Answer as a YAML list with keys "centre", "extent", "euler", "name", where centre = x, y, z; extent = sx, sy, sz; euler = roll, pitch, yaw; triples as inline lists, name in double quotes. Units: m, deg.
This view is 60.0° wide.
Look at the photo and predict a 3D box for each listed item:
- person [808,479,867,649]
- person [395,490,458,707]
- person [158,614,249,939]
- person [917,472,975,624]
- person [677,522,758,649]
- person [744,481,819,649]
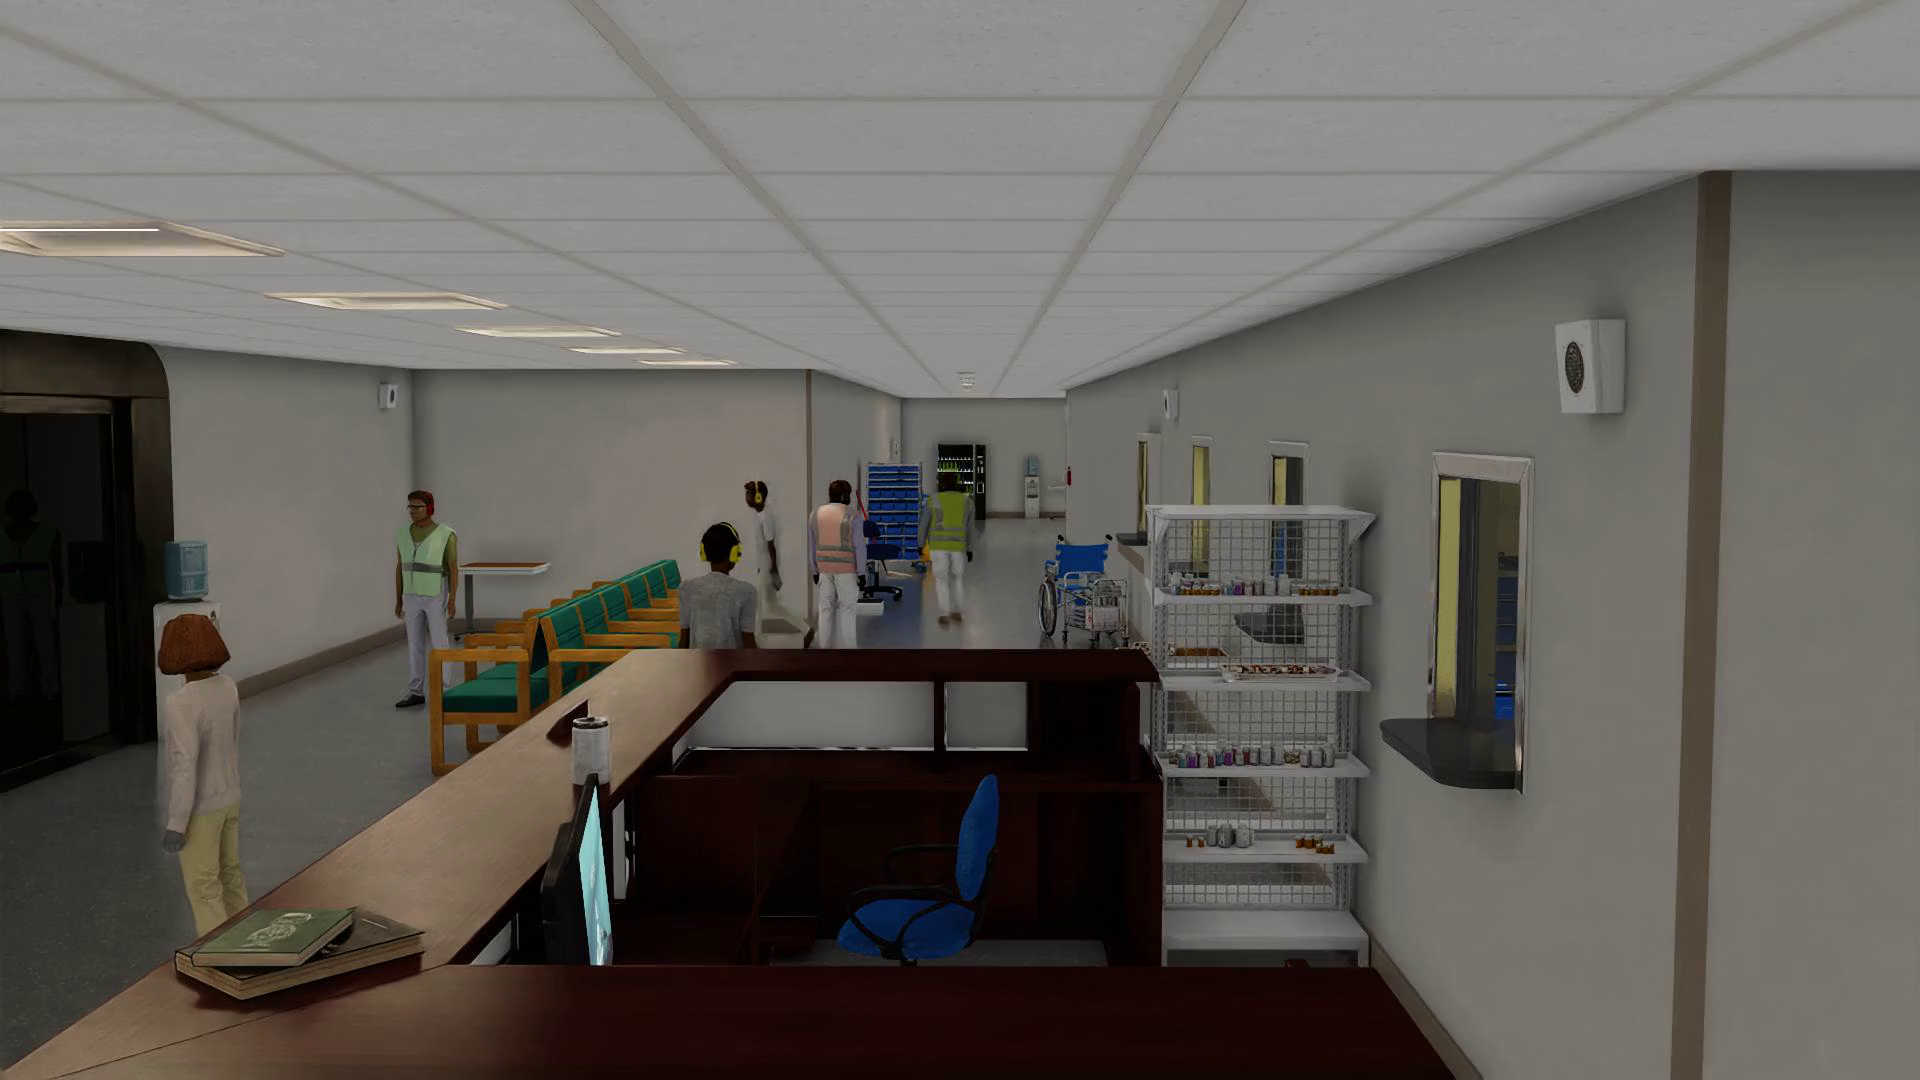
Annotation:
- centre: [-1.206, 0.314, 16.674]
  extent: [0.633, 1.839, 0.429]
  euler: [2, 5, 27]
  name: "person"
- centre: [-4.500, 0.498, 14.042]
  extent: [0.570, 1.843, 0.373]
  euler: [1, 4, 15]
  name: "person"
- centre: [-3.111, 1.117, 6.831]
  extent: [0.271, 1.632, 0.503]
  euler: [0, 4, 1]
  name: "person"
- centre: [-0.197, 0.090, 19.974]
  extent: [0.638, 1.814, 0.671]
  euler: [-1, 4, -20]
  name: "person"
- centre: [-1.348, 0.832, 9.307]
  extent: [0.505, 1.861, 0.330]
  euler: [1, 4, 17]
  name: "person"
- centre: [-1.895, 0.300, 16.960]
  extent: [0.848, 1.831, 0.541]
  euler: [0, 4, -6]
  name: "person"
